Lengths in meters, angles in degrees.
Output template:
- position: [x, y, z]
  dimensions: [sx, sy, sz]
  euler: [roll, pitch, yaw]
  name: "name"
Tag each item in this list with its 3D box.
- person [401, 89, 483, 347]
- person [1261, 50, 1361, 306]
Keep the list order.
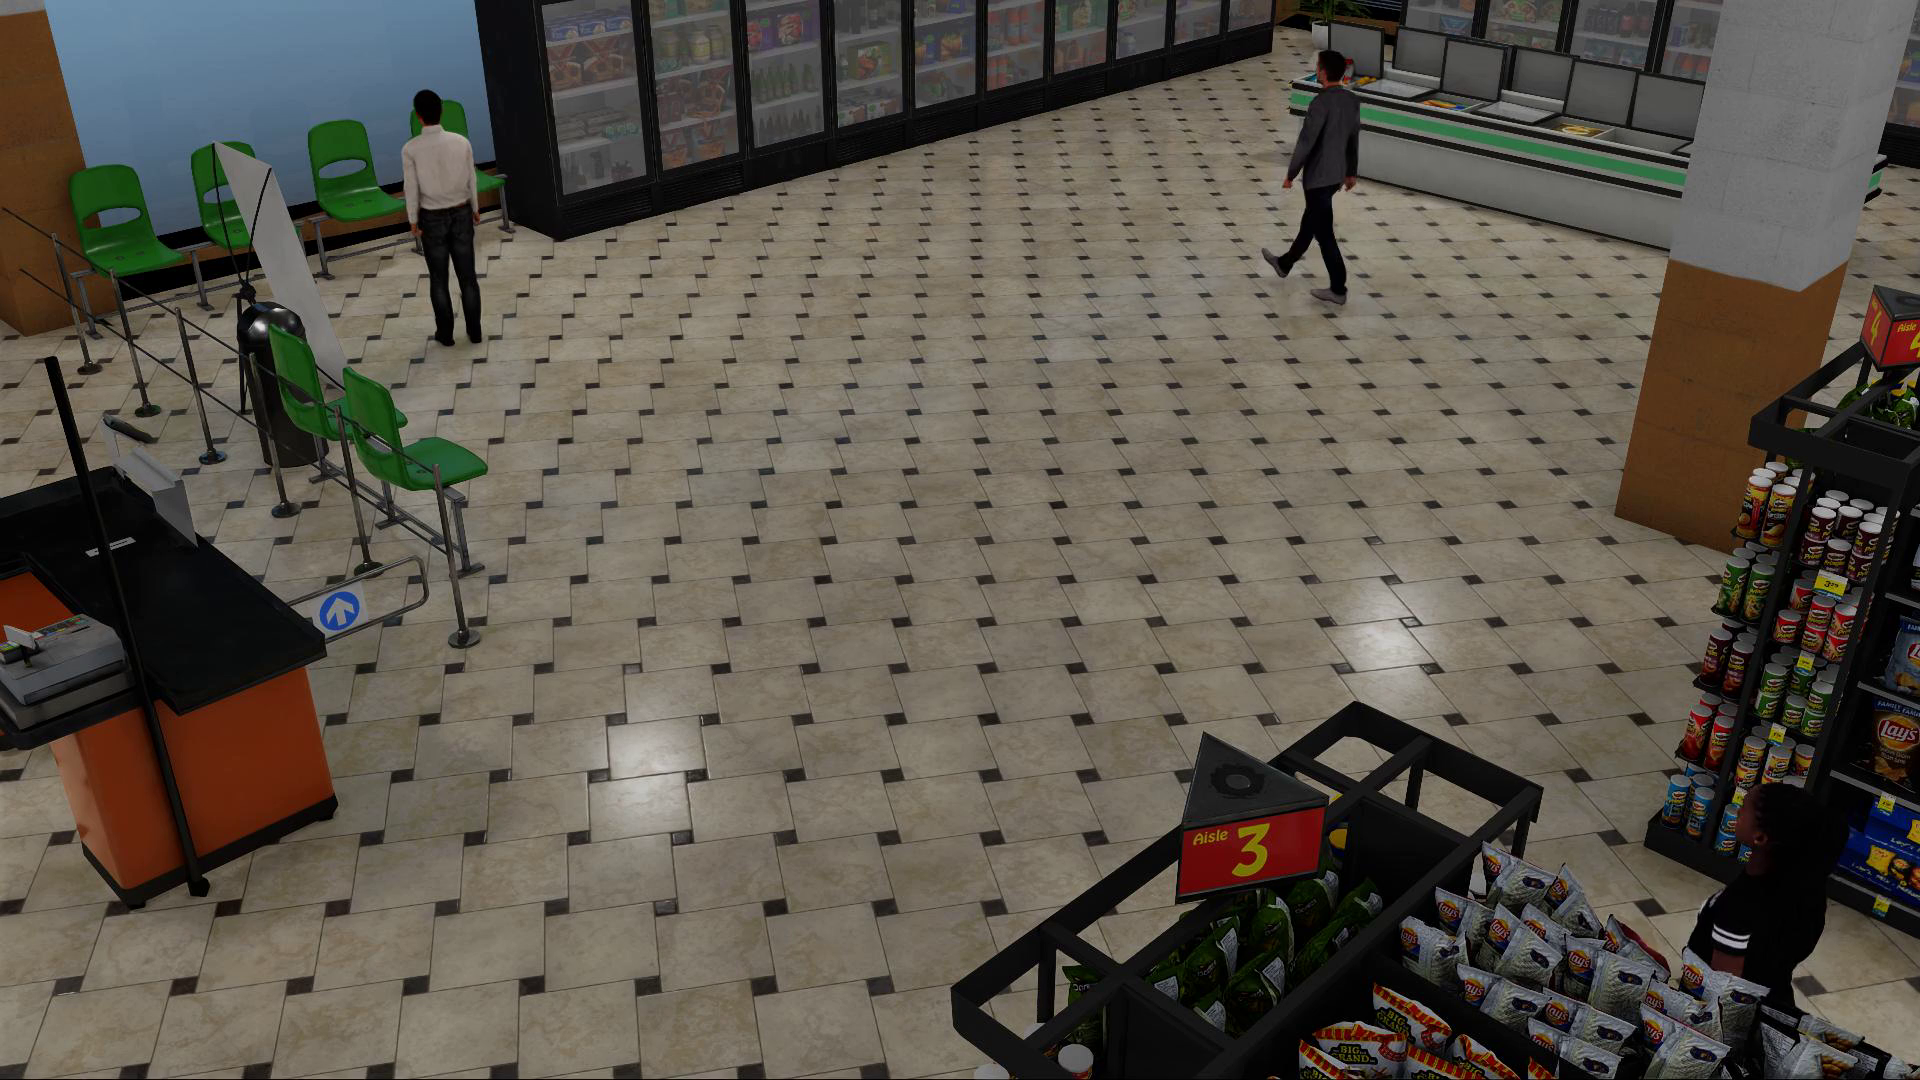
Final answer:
- position: [-3.578, -2.240, 11.658]
  dimensions: [0.736, 1.808, 0.701]
  euler: [-14, 31, -23]
  name: "person"
- position: [2.773, -2.650, 12.401]
  dimensions: [1.130, 1.816, 0.694]
  euler: [25, 38, 38]
  name: "person"
